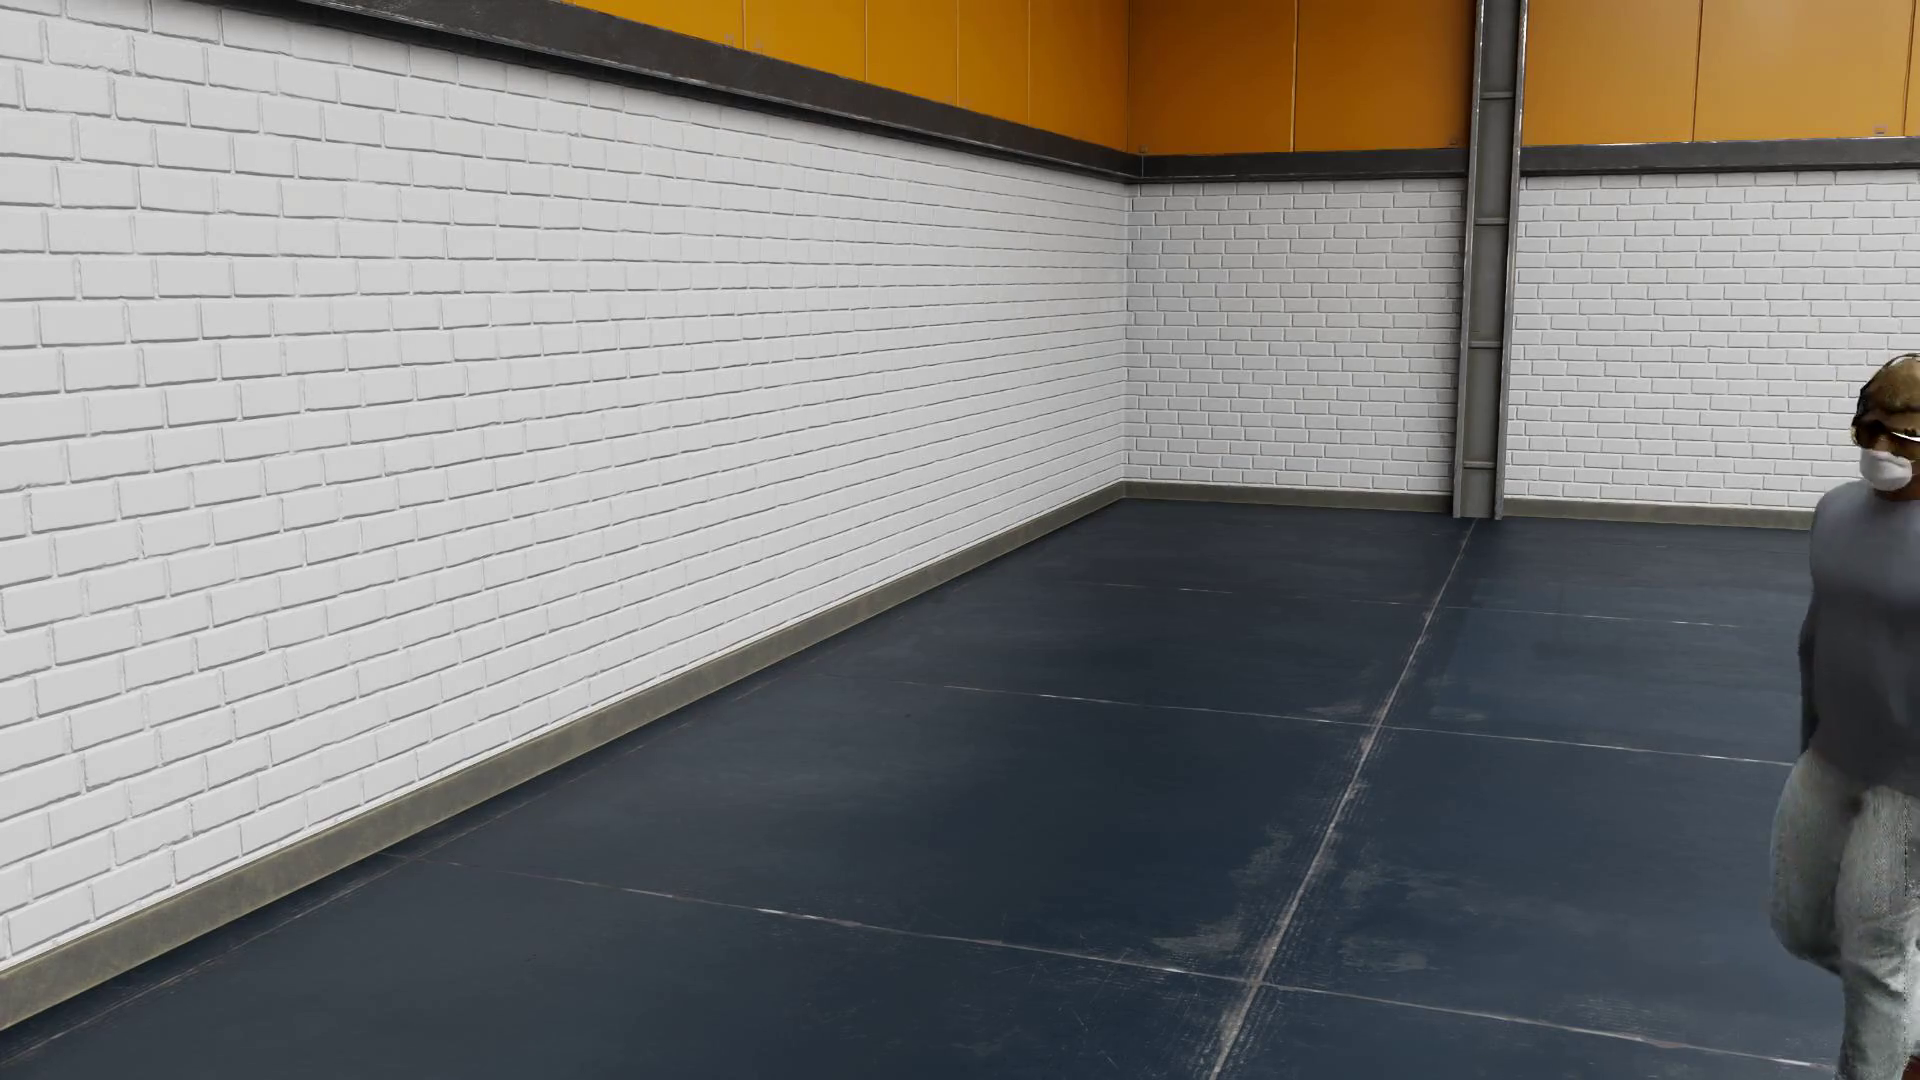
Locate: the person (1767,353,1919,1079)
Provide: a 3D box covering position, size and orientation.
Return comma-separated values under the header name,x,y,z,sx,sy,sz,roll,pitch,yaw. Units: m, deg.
name,x,y,z,sx,sy,sz,roll,pitch,yaw
person,2.139,0.538,3.707,0.539,1.911,0.636,-2,9,-10
